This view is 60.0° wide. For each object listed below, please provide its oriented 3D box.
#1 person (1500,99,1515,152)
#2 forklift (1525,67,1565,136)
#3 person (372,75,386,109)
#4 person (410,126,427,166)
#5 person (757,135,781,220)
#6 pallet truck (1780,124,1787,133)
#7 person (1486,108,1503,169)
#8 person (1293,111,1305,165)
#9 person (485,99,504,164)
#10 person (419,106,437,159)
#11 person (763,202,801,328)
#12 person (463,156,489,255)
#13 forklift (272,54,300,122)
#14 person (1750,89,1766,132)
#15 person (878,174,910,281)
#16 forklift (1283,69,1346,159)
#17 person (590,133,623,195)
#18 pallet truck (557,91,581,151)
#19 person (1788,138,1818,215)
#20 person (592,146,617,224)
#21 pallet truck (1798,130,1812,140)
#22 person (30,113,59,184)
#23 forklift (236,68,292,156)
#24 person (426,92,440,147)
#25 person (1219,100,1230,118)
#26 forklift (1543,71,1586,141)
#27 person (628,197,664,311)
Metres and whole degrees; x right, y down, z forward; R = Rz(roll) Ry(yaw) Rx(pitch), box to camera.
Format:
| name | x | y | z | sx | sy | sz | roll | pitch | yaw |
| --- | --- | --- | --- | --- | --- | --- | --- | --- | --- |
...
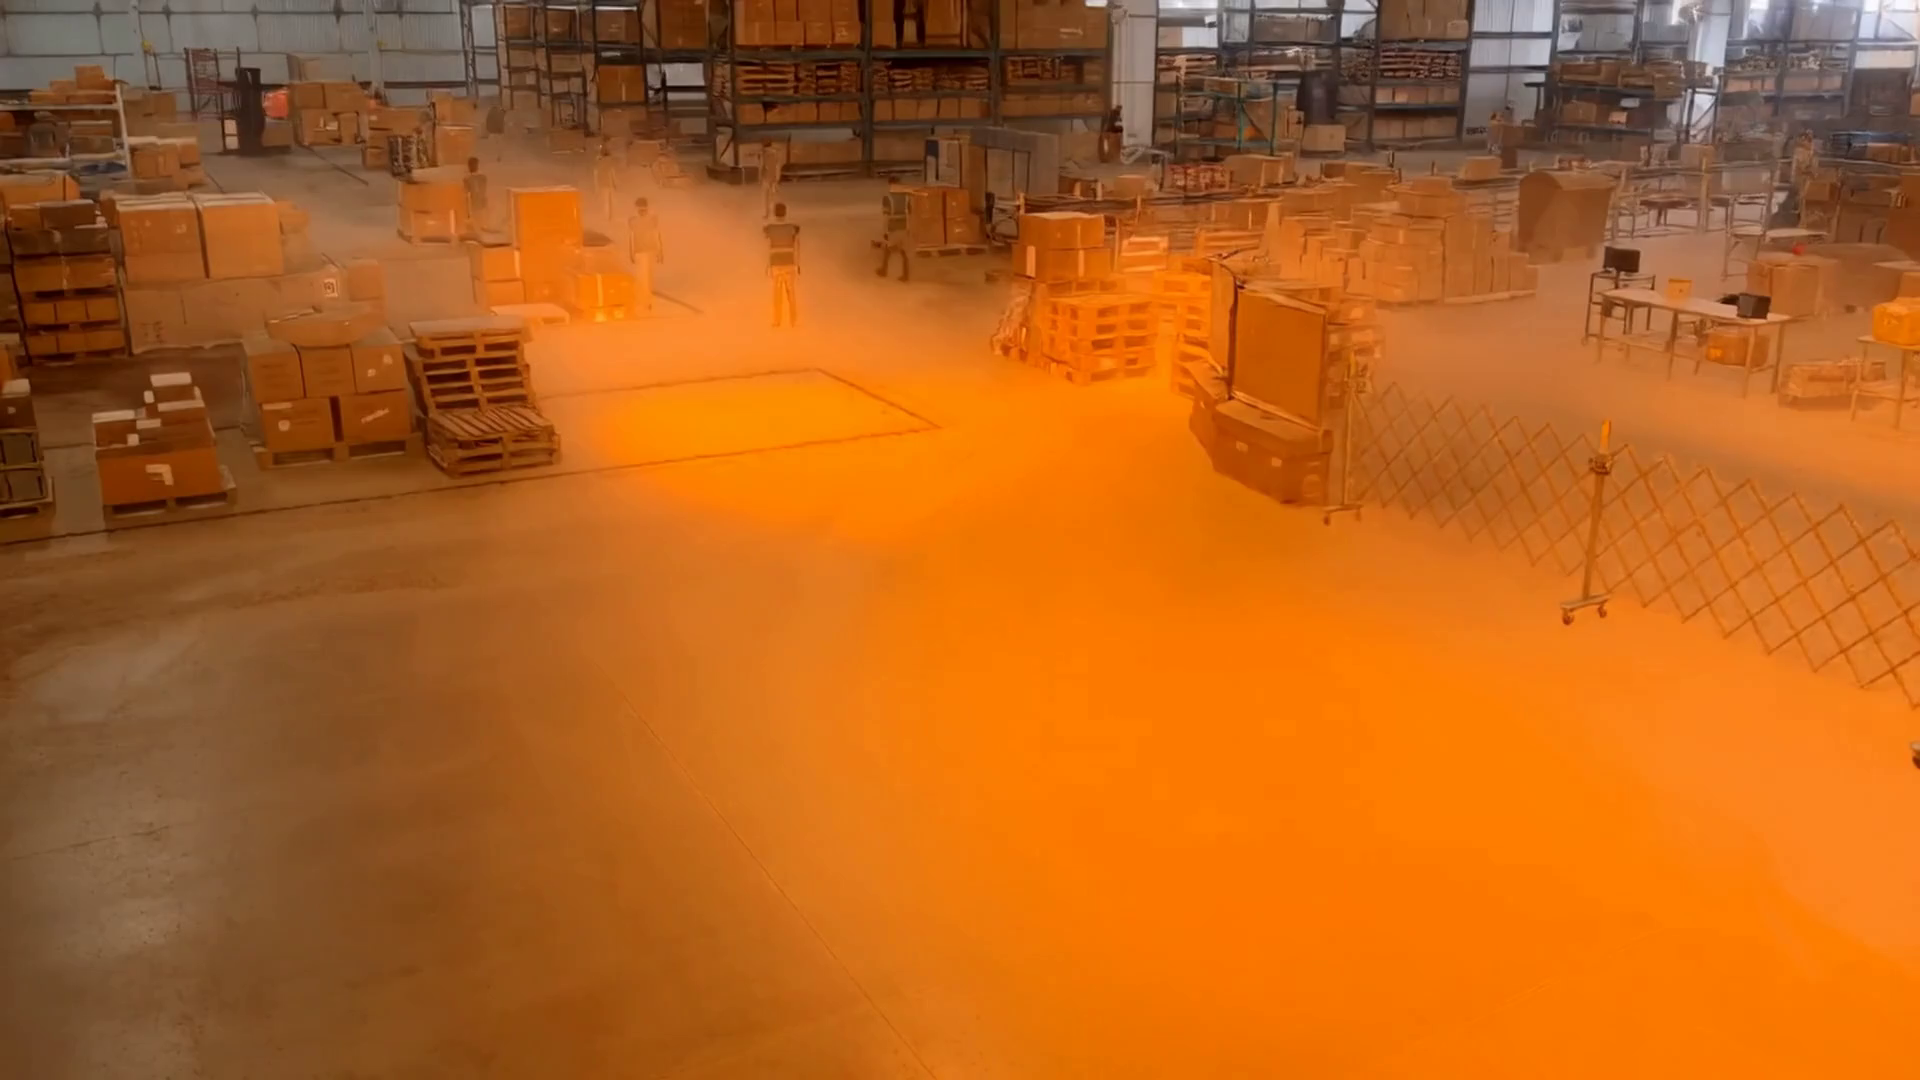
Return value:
| name | x | y | z | sx | sy | sz | roll | pitch | yaw |
| --- | --- | --- | --- | --- | --- | --- | --- | --- | --- |
| person | 18.665 | -14.117 | 56.651 | 0.556 | 1.753 | 0.538 | -10 | 20 | -28 |
| forklift | 20.021 | -14.435 | 55.837 | 1.873 | 2.768 | 1.129 | -9 | 20 | -26 |
| person | -25.278 | -19.239 | 72.377 | 0.547 | 1.917 | 0.694 | -2 | 18 | -7 |
| person | -14.902 | -10.552 | 45.779 | 0.389 | 1.609 | 0.603 | 8 | 20 | 24 |
| person | -4.419 | -8.390 | 38.512 | 0.564 | 1.936 | 0.375 | -6 | 19 | -18 |
| pallet truck | 25.206 | -12.542 | 52.601 | 1.601 | 1.201 | 0.680 | 0 | 18 | -2 |
| person | 15.855 | -11.831 | 49.277 | 0.537 | 1.922 | 0.554 | -6 | 19 | -19 |
| person | 10.610 | -12.560 | 51.996 | 0.284 | 1.636 | 0.500 | 16 | 23 | 40 |
| person | -14.687 | -12.853 | 52.348 | 0.518 | 1.980 | 0.644 | 12 | 21 | 33 |
| person | -17.233 | -13.233 | 53.997 | 0.548 | 1.676 | 0.606 | -11 | 21 | -31 |
| person | -2.719 | -4.205 | 25.494 | 0.592 | 1.919 | 0.388 | -6 | 19 | -17 |
| person | -9.634 | -6.615 | 32.956 | 0.622 | 1.946 | 0.652 | 10 | 20 | 28 |
| forklift | -28.211 | -19.167 | 70.589 | 1.873 | 2.768 | 1.129 | -9 | 20 | -26 |
| person | 28.342 | -14.983 | 59.005 | 0.610 | 1.970 | 0.645 | 11 | 21 | 30 |
| person | -1.173 | -5.630 | 29.998 | 0.561 | 1.877 | 1.053 | -10 | 21 | -29 |
| forklift | 11.615 | -13.871 | 54.079 | 1.129 | 2.768 | 1.873 | -9 | 20 | -27 |
| person | -9.341 | -9.849 | 43.599 | 0.822 | 1.601 | 0.516 | 0 | 18 | 1 |
| pallet truck | -13.495 | -14.412 | 57.188 | 0.823 | 1.965 | 1.885 | -3 | 18 | -9 |
| person | 19.985 | -8.644 | 39.541 | 0.611 | 1.800 | 0.681 | -1 | 18 | -4 |
| person | -8.145 | -8.126 | 38.018 | 0.544 | 1.728 | 0.859 | -7 | 19 | -21 |
| pallet truck | 25.526 | -11.556 | 49.408 | 1.630 | 1.274 | 0.653 | -9 | 20 | -26 |
| person | -25.595 | -10.949 | 46.534 | 0.633 | 1.916 | 0.743 | -9 | 20 | -27 |
| forklift | -23.456 | -14.228 | 55.191 | 1.129 | 2.768 | 1.873 | 14 | 22 | 37 |
| person | -18.557 | -14.820 | 58.604 | 0.390 | 1.912 | 0.589 | -12 | 21 | -33 |
| person | 10.299 | -16.693 | 64.824 | 0.554 | 1.663 | 0.594 | -11 | 21 | -30 |
| forklift | 18.685 | -13.231 | 52.085 | 1.873 | 2.768 | 1.129 | -9 | 20 | -26 |
| person | -5.154 | -4.727 | 27.281 | 0.528 | 1.833 | 0.940 | -6 | 19 | -18 |
